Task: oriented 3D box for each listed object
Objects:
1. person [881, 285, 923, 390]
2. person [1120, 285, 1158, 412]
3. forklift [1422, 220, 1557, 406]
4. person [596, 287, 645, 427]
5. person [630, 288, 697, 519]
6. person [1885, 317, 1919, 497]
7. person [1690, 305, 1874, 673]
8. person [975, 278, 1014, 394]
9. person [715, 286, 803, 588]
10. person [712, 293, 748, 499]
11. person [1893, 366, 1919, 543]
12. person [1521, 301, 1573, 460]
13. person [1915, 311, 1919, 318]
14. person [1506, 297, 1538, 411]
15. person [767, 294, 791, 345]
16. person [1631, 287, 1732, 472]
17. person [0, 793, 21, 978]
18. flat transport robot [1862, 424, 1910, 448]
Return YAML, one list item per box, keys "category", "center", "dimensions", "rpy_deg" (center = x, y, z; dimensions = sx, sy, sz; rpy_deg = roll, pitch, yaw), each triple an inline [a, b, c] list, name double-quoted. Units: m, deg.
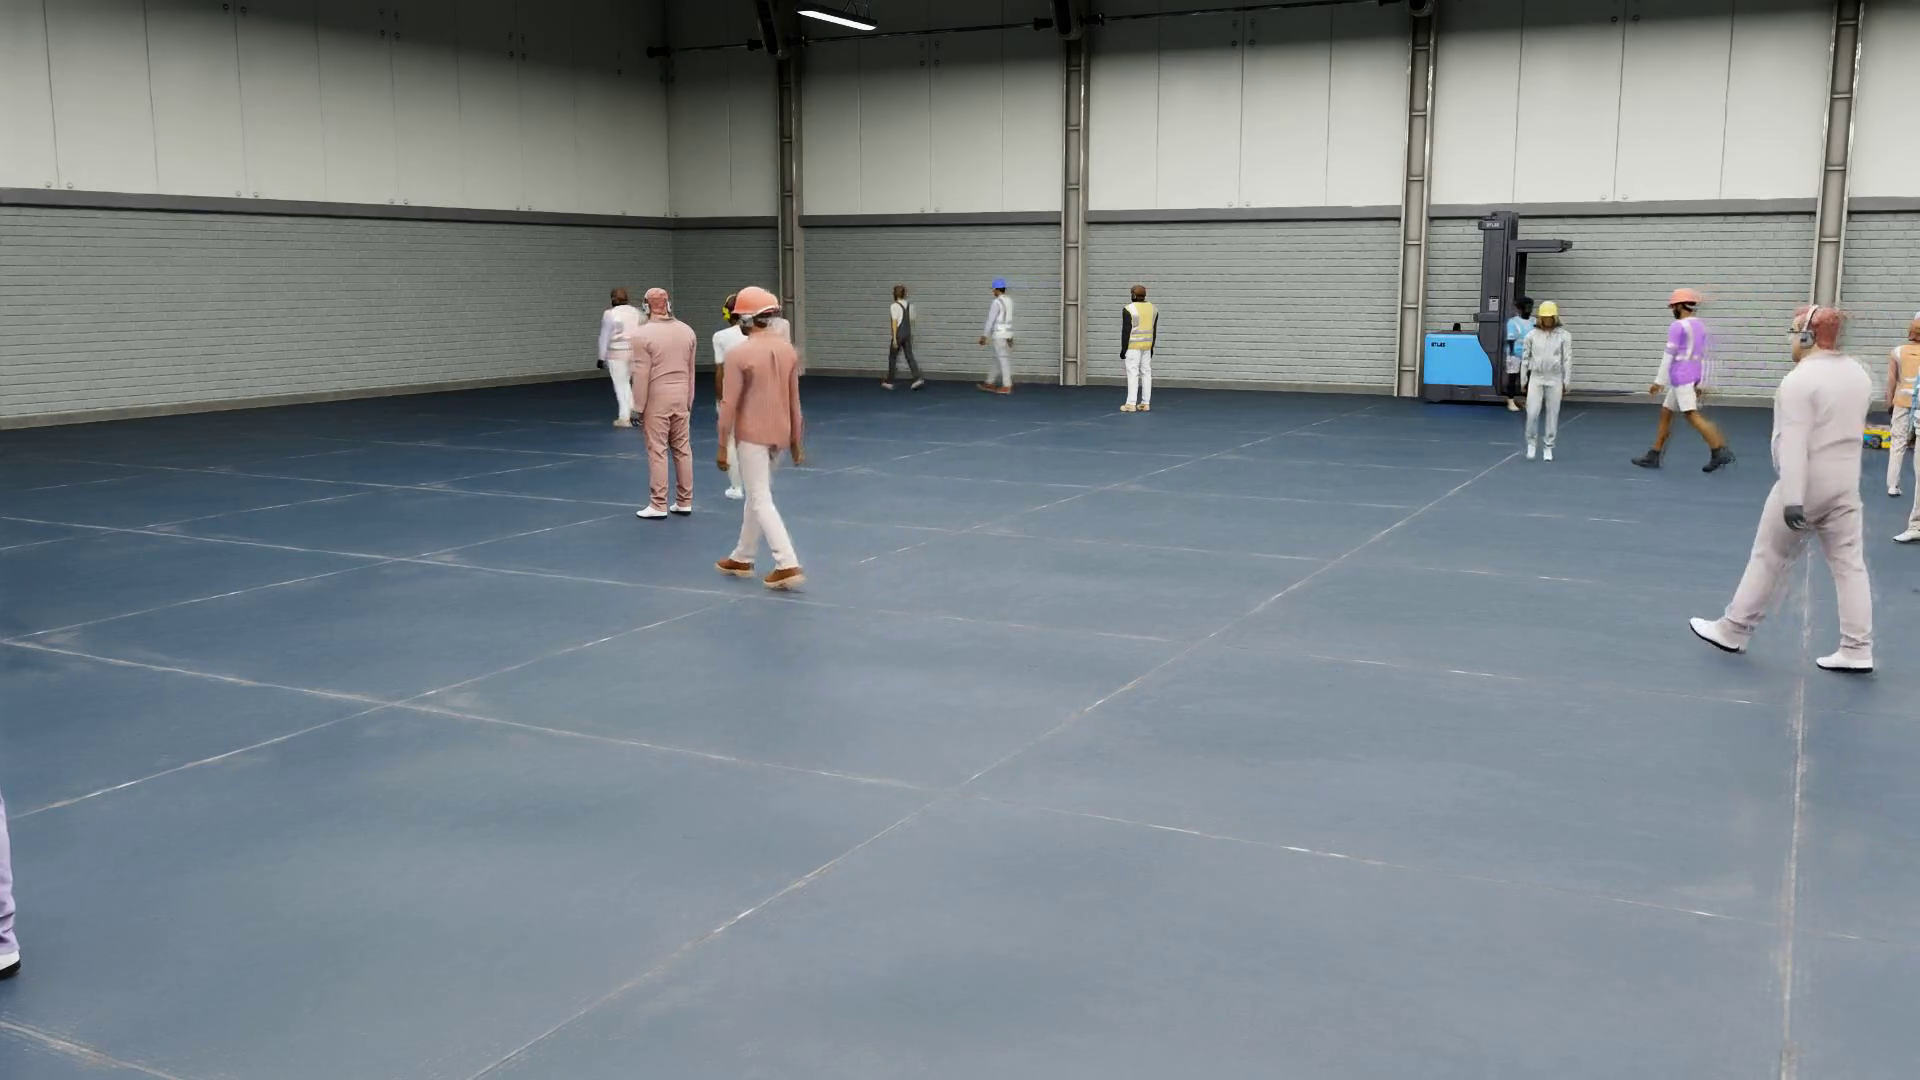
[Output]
- category: "person"
  center: [-0.979, -3.498, 28.733]
  dimensions: [0.526, 1.810, 0.960]
  rpy_deg: [-9, 13, -44]
- category: "person"
  center: [2.594, -2.810, 24.359]
  dimensions: [0.631, 1.843, 0.429]
  rpy_deg: [-6, 11, -34]
- category: "forklift"
  center: [8.245, -3.527, 25.720]
  dimensions: [1.873, 2.768, 1.129]
  rpy_deg: [5, 10, 27]
- category: "person"
  center: [-4.490, -2.408, 21.952]
  dimensions: [0.511, 1.825, 0.635]
  rpy_deg: [7, 11, 36]
- category: "person"
  center: [-2.488, -1.135, 13.849]
  dimensions: [0.404, 1.903, 0.636]
  rpy_deg: [8, 12, 40]
- category: "person"
  center: [8.631, -1.197, 15.026]
  dimensions: [0.314, 1.642, 0.515]
  rpy_deg: [-7, 11, -36]
- category: "person"
  center: [4.373, -0.276, 8.655]
  dimensions: [0.648, 1.862, 0.973]
  rpy_deg: [-4, 10, -25]
- category: "person"
  center: [0.544, -3.411, 27.853]
  dimensions: [0.831, 1.916, 0.612]
  rpy_deg: [4, 10, 24]
- category: "person"
  center: [-1.325, -0.681, 10.905]
  dimensions: [0.938, 1.954, 0.635]
  rpy_deg: [7, 11, 37]
- category: "person"
  center: [-1.936, -1.276, 14.873]
  dimensions: [0.531, 1.854, 0.661]
  rpy_deg: [-4, 10, -22]
- category: "person"
  center: [7.308, -0.771, 12.400]
  dimensions: [0.309, 1.641, 0.513]
  rpy_deg: [-4, 10, -21]
- category: "person"
  center: [6.335, -1.714, 17.975]
  dimensions: [0.513, 1.721, 0.572]
  rpy_deg: [3, 10, 17]
- category: "person"
  center: [11.681, -2.160, 20.070]
  dimensions: [0.551, 1.930, 0.375]
  rpy_deg: [-3, 10, -15]
- category: "person"
  center: [8.158, -2.675, 24.066]
  dimensions: [0.530, 1.654, 0.709]
  rpy_deg: [-2, 9, -10]
- category: "person"
  center: [-2.485, -2.351, 21.831]
  dimensions: [0.523, 1.749, 0.438]
  rpy_deg: [-4, 10, -24]
- category: "person"
  center: [7.527, -1.659, 17.145]
  dimensions: [1.009, 1.889, 0.552]
  rpy_deg: [8, 12, 41]
- category: "person"
  center: [-2.986, 0.333, 4.774]
  dimensions: [0.407, 1.906, 0.655]
  rpy_deg: [-7, 12, -38]
- category: "flat transport robot"
  center: [10.764, -1.249, 19.695]
  dimensions: [0.652, 0.197, 1.431]
  rpy_deg: [-4, 10, -24]
